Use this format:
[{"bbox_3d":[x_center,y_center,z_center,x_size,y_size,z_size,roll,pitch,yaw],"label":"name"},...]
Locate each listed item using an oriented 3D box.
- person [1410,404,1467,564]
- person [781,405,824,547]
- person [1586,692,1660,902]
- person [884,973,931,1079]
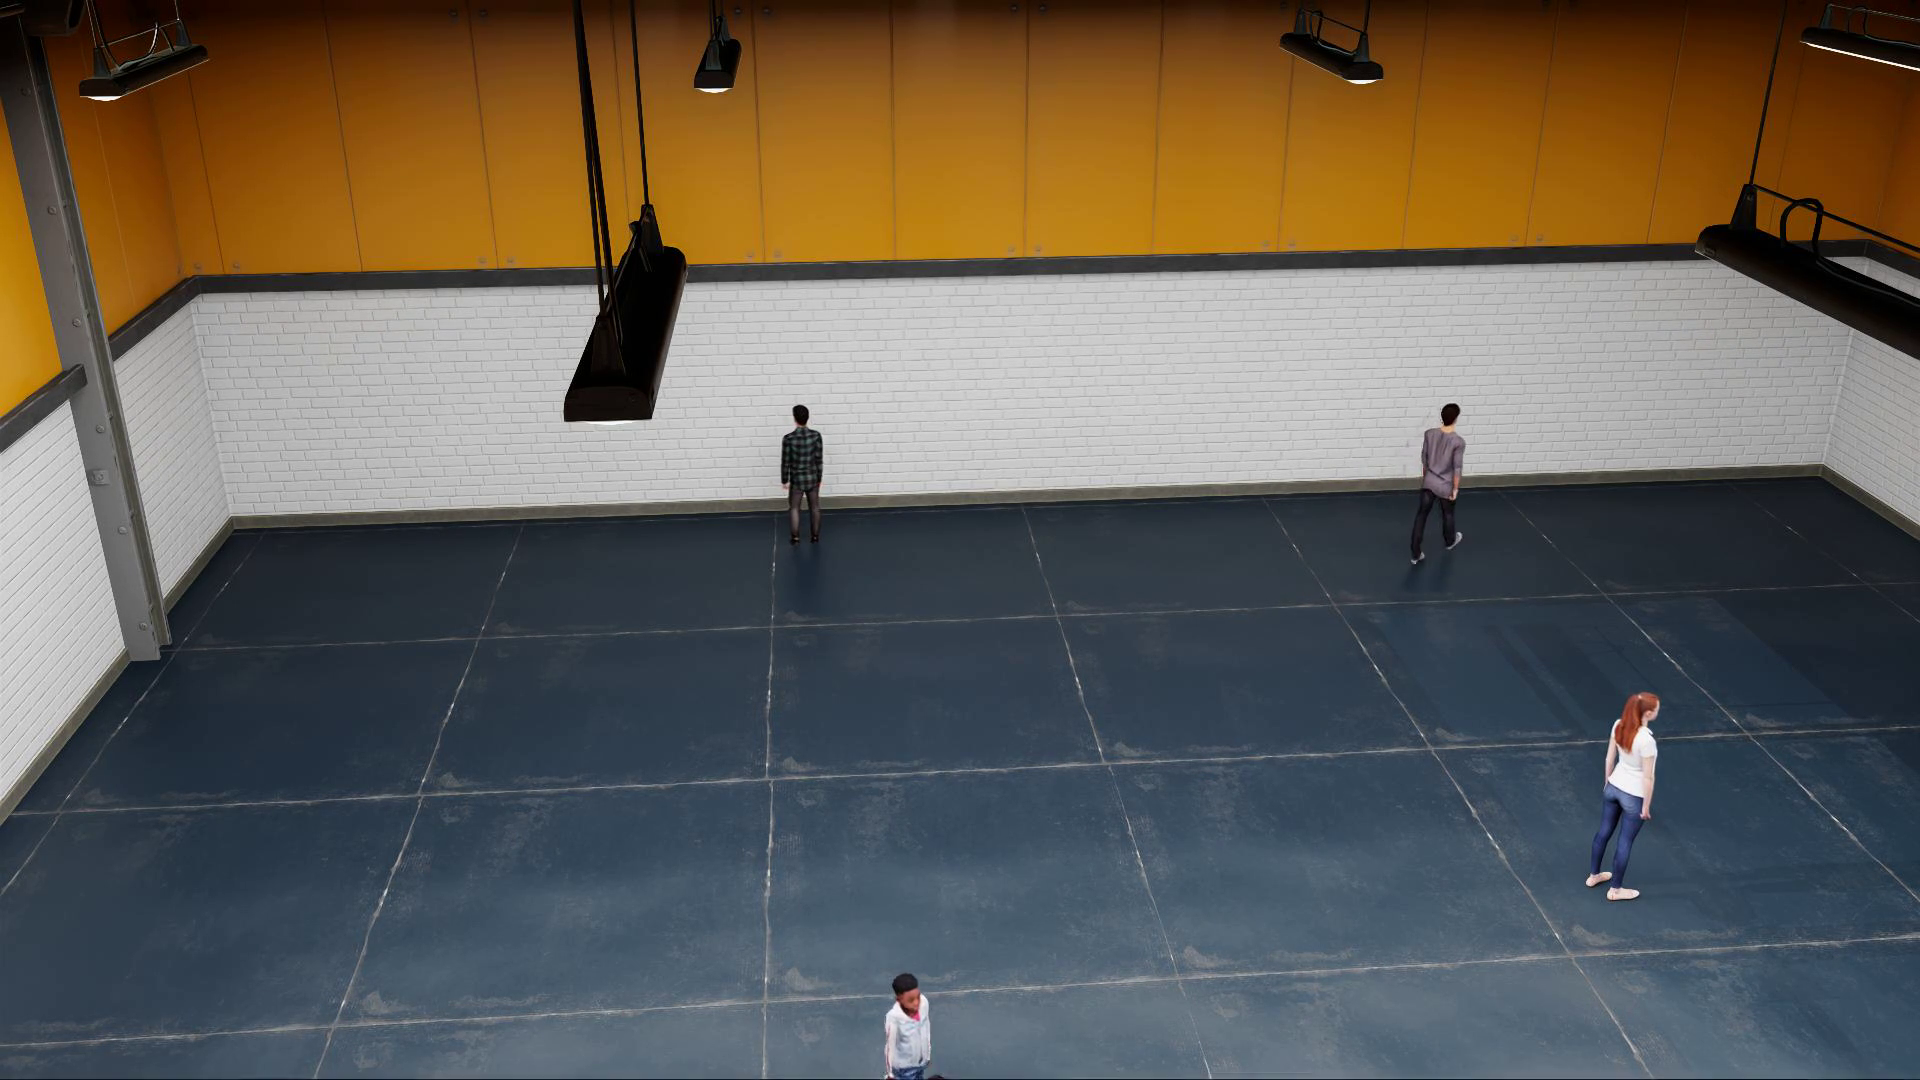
[{"bbox_3d":[5.281,-0.593,18.510,1.172,1.808,1.219,19,30,37],"label":"person"},{"bbox_3d":[-1.801,-0.722,19.078,0.704,1.705,0.597,-7,24,-15],"label":"person"},{"bbox_3d":[5.109,1.951,12.781,0.698,1.737,0.566,-10,26,-22],"label":"person"},{"bbox_3d":[-0.351,3.229,10.472,0.727,1.244,0.861,-17,29,-33],"label":"person"}]
